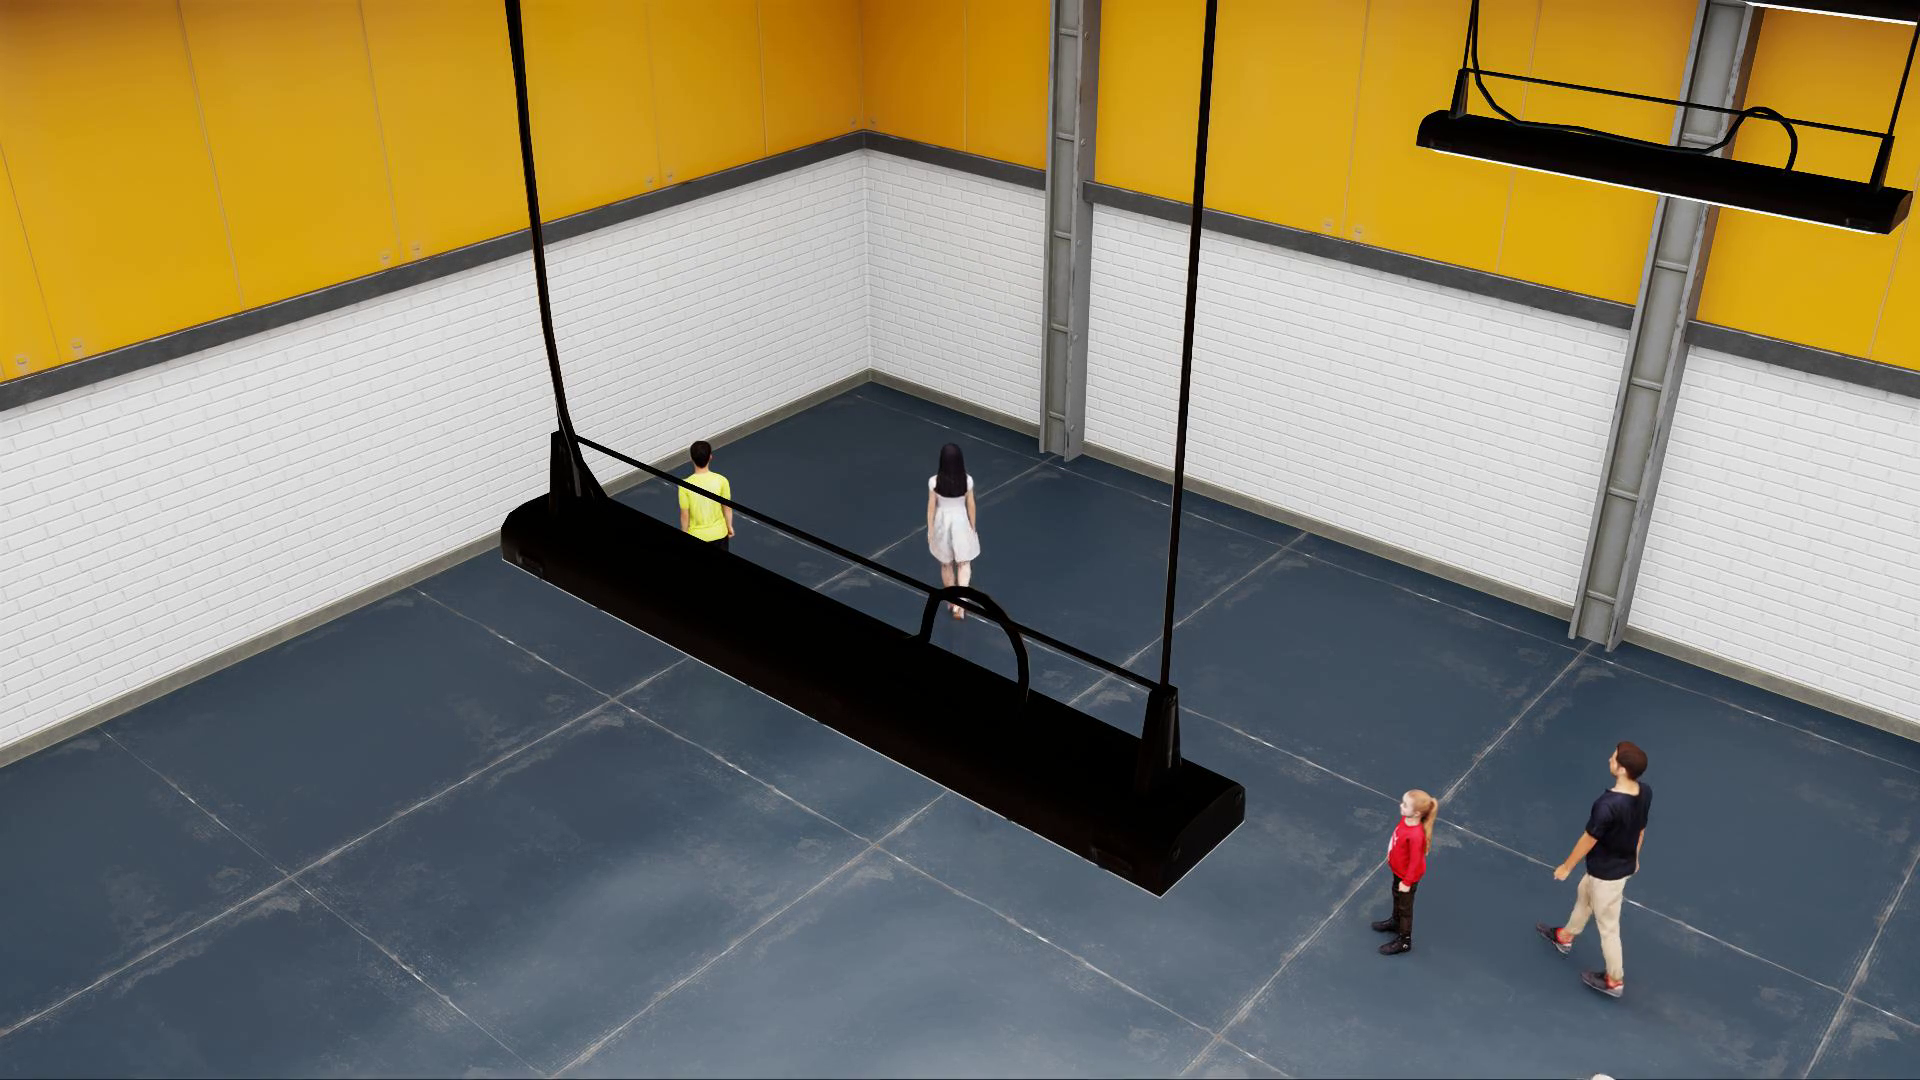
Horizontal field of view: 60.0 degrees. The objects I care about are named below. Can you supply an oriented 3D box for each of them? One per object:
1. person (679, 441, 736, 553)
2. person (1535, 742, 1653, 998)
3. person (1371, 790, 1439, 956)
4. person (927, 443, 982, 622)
[{"bbox_3d":[-2.269,-0.097,14.942,0.707,1.709,0.709,-9,30,-16],"label":"person"},{"bbox_3d":[4.255,2.162,10.679,0.740,1.826,0.985,-25,37,-37],"label":"person"},{"bbox_3d":[2.993,2.208,11.163,0.628,1.281,0.579,0,29,1],"label":"person"},{"bbox_3d":[-0.067,-0.010,14.731,0.958,1.757,1.010,-2,29,-3],"label":"person"}]
